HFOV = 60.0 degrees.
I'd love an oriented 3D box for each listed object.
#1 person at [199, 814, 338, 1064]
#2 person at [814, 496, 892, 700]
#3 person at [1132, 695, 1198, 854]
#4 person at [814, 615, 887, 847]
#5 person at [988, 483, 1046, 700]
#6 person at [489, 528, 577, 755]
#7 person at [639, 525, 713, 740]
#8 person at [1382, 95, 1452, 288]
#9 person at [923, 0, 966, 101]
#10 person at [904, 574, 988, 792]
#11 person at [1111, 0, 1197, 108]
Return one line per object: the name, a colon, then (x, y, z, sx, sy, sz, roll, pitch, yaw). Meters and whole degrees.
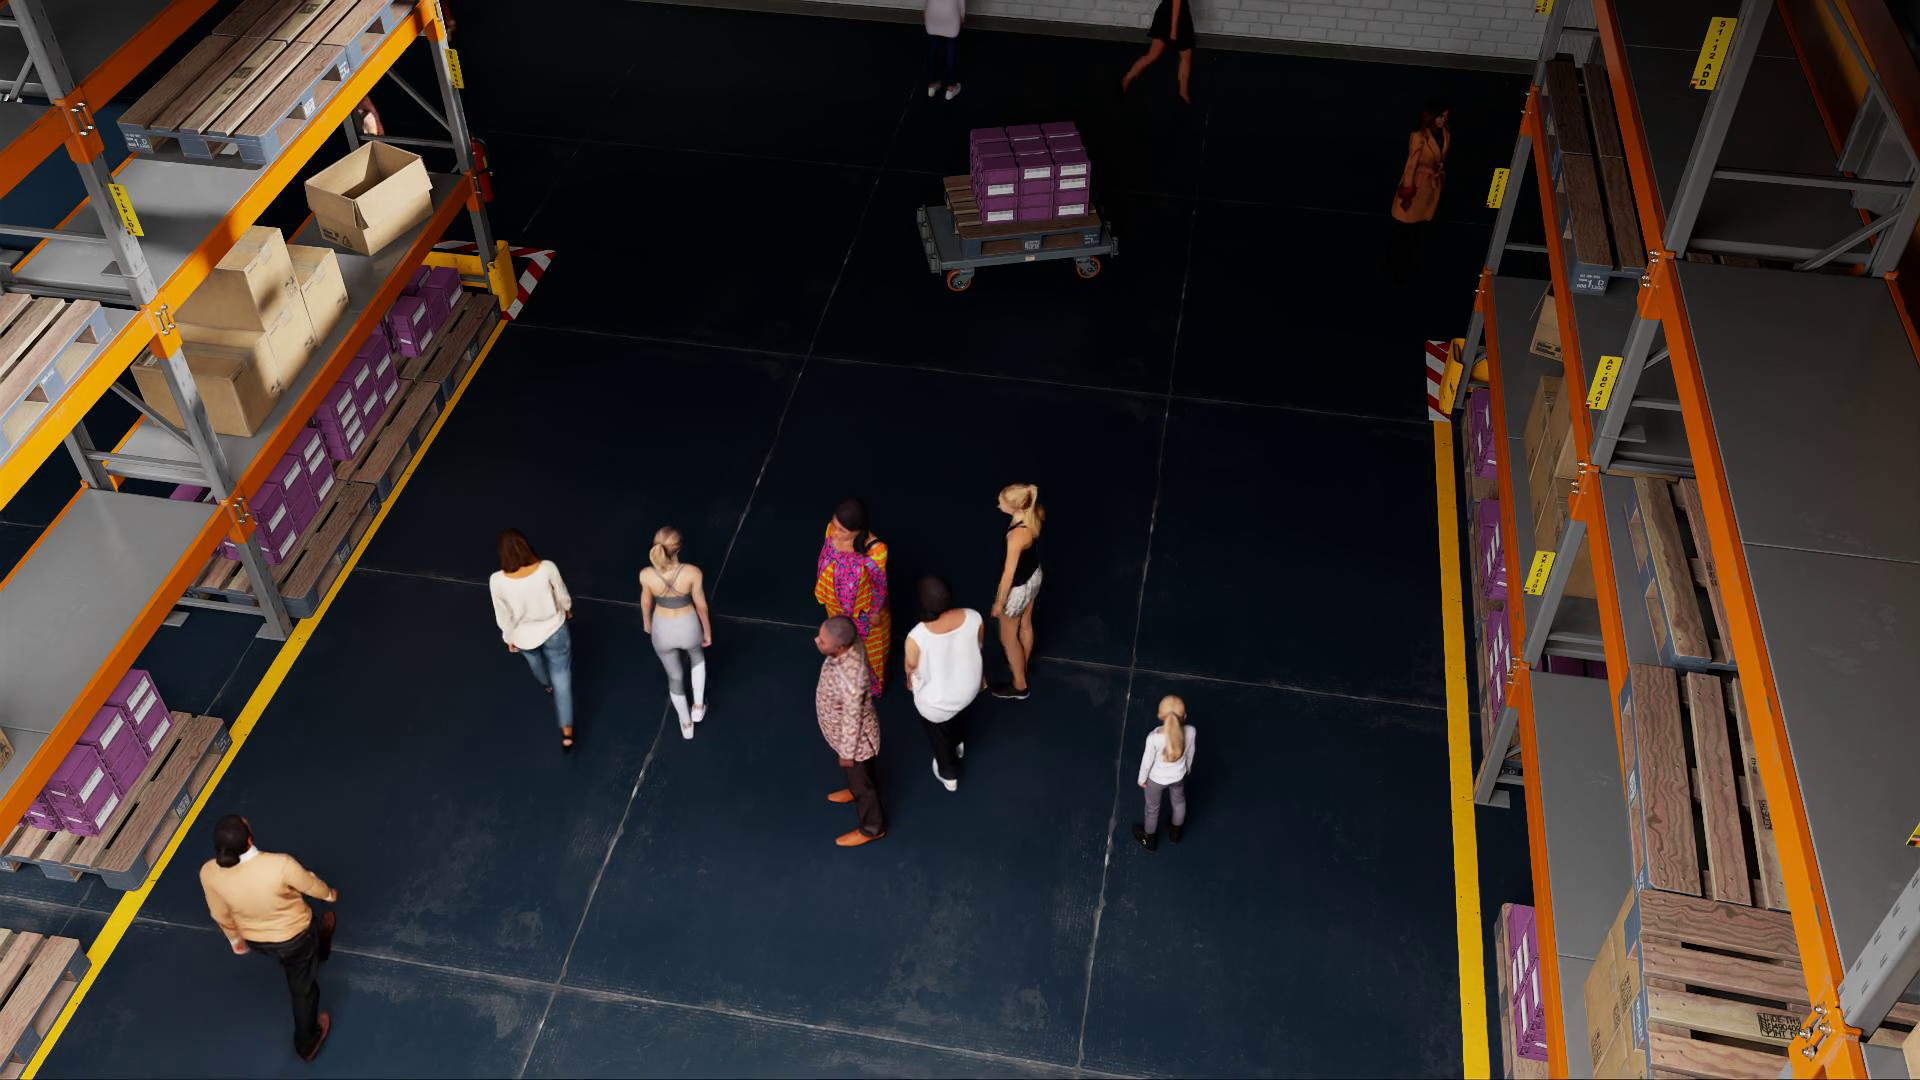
person: (-3.585, 2.119, 8.727, 0.756, 1.708, 1.160, 1, 44, 1)
person: (-0.676, 0.343, 10.604, 0.765, 1.690, 0.803, 29, 51, 27)
person: (1.222, 1.382, 9.812, 0.569, 1.279, 0.602, -11, 45, -11)
person: (-0.621, 1.087, 9.743, 0.806, 1.801, 0.648, -6, 44, -6)
person: (0.370, 0.262, 10.587, 0.776, 1.830, 0.620, 33, 53, 30)
person: (-2.599, 0.627, 10.342, 0.883, 1.641, 1.156, -8, 44, -8)
person: (-1.745, 0.638, 10.296, 0.666, 1.688, 0.689, -8, 44, -8)
person: (3.873, -2.965, 14.049, 0.764, 1.727, 0.832, -27, 50, -26)
person: (-0.176, -5.204, 16.365, 0.628, 1.775, 0.564, 12, 45, 12)
person: (-0.073, 0.911, 10.021, 0.816, 1.672, 0.873, -22, 48, -22)
person: (1.947, -4.966, 16.095, 0.937, 1.803, 1.133, -9, 44, -10)
